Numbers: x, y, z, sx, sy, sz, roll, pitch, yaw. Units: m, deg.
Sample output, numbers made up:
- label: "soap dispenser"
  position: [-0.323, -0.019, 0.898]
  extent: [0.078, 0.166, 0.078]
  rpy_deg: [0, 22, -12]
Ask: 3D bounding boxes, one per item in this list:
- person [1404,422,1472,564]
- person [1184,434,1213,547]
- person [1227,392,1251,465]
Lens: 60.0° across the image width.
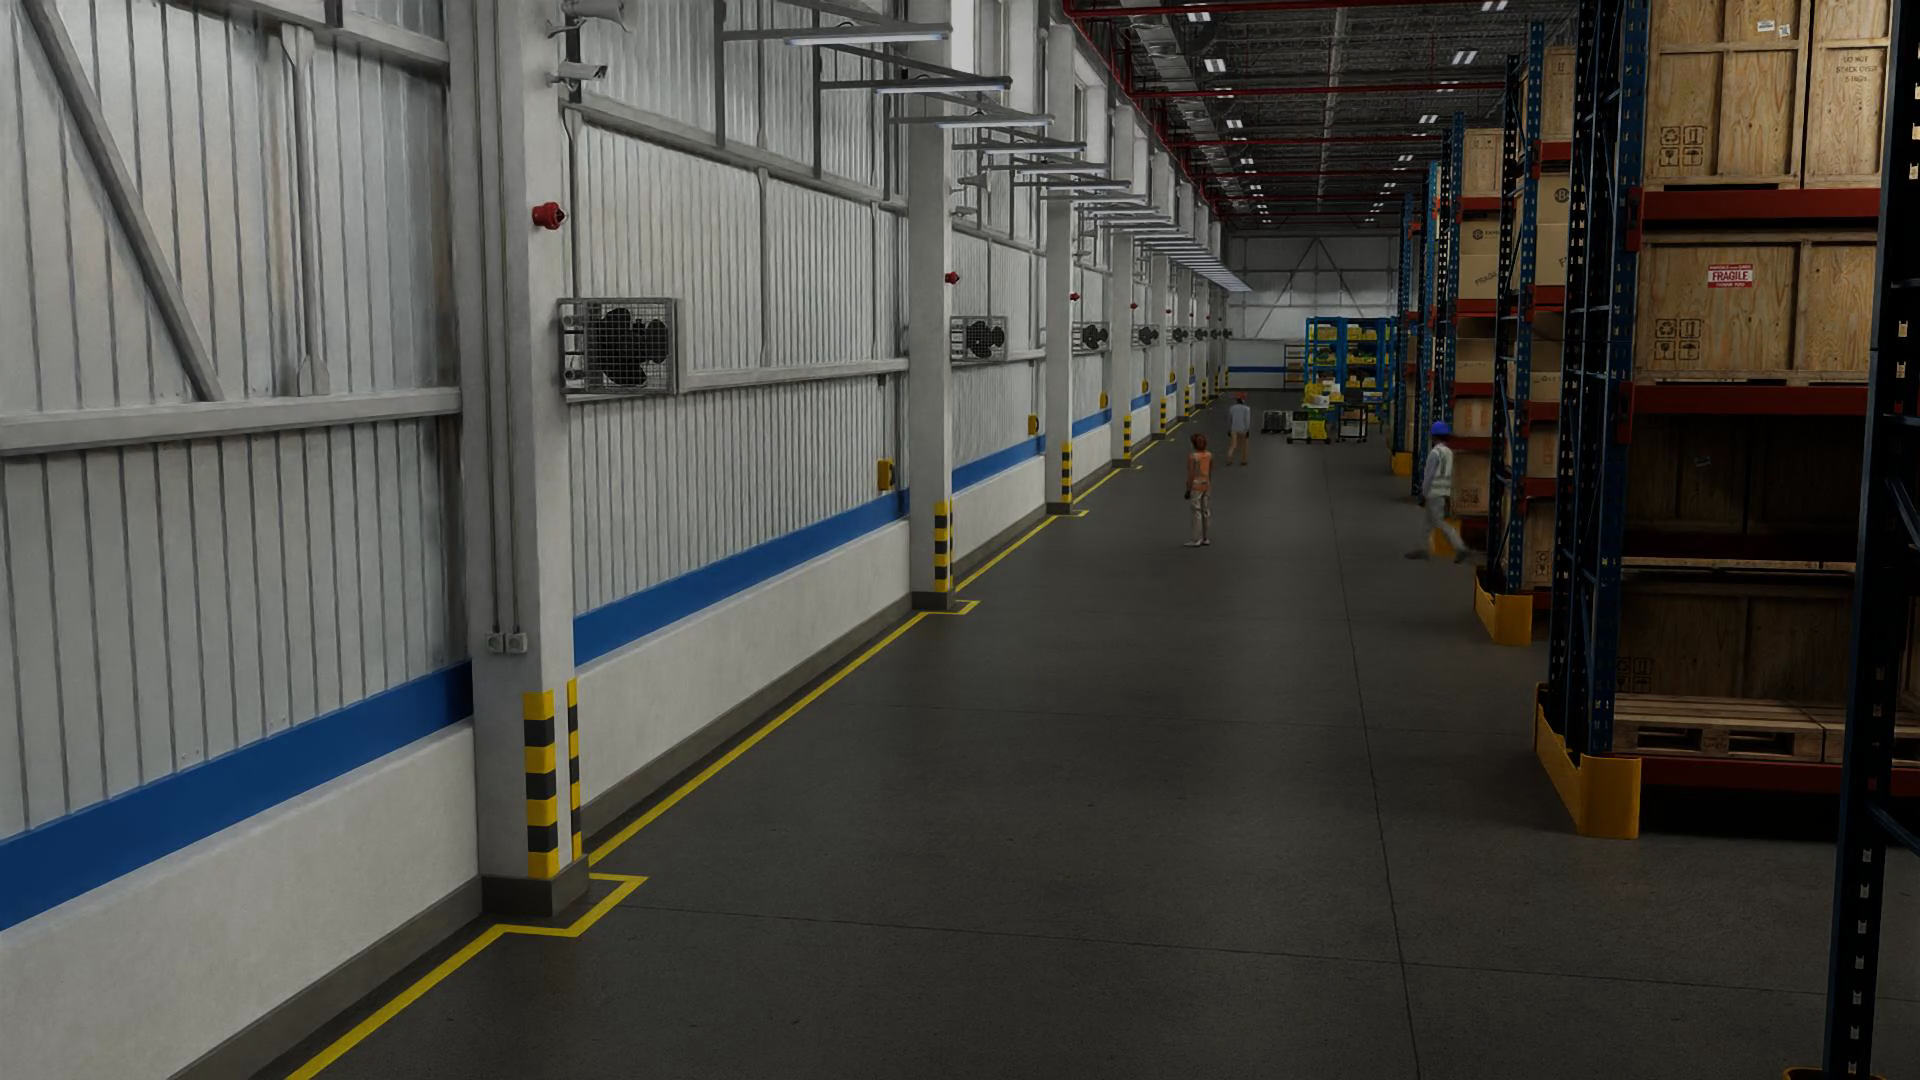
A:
- label: "person"
  position: [6.473, -0.640, 22.385]
  extent: [0.924, 1.911, 0.602]
  rpy_deg: [5, 9, 34]
- label: "person"
  position: [3.451, -0.716, 24.044]
  extent: [0.512, 1.641, 0.309]
  rpy_deg: [-7, 10, -43]
- label: "person"
  position: [6.452, -2.573, 38.547]
  extent: [0.569, 1.732, 0.675]
  rpy_deg: [5, 9, 36]
